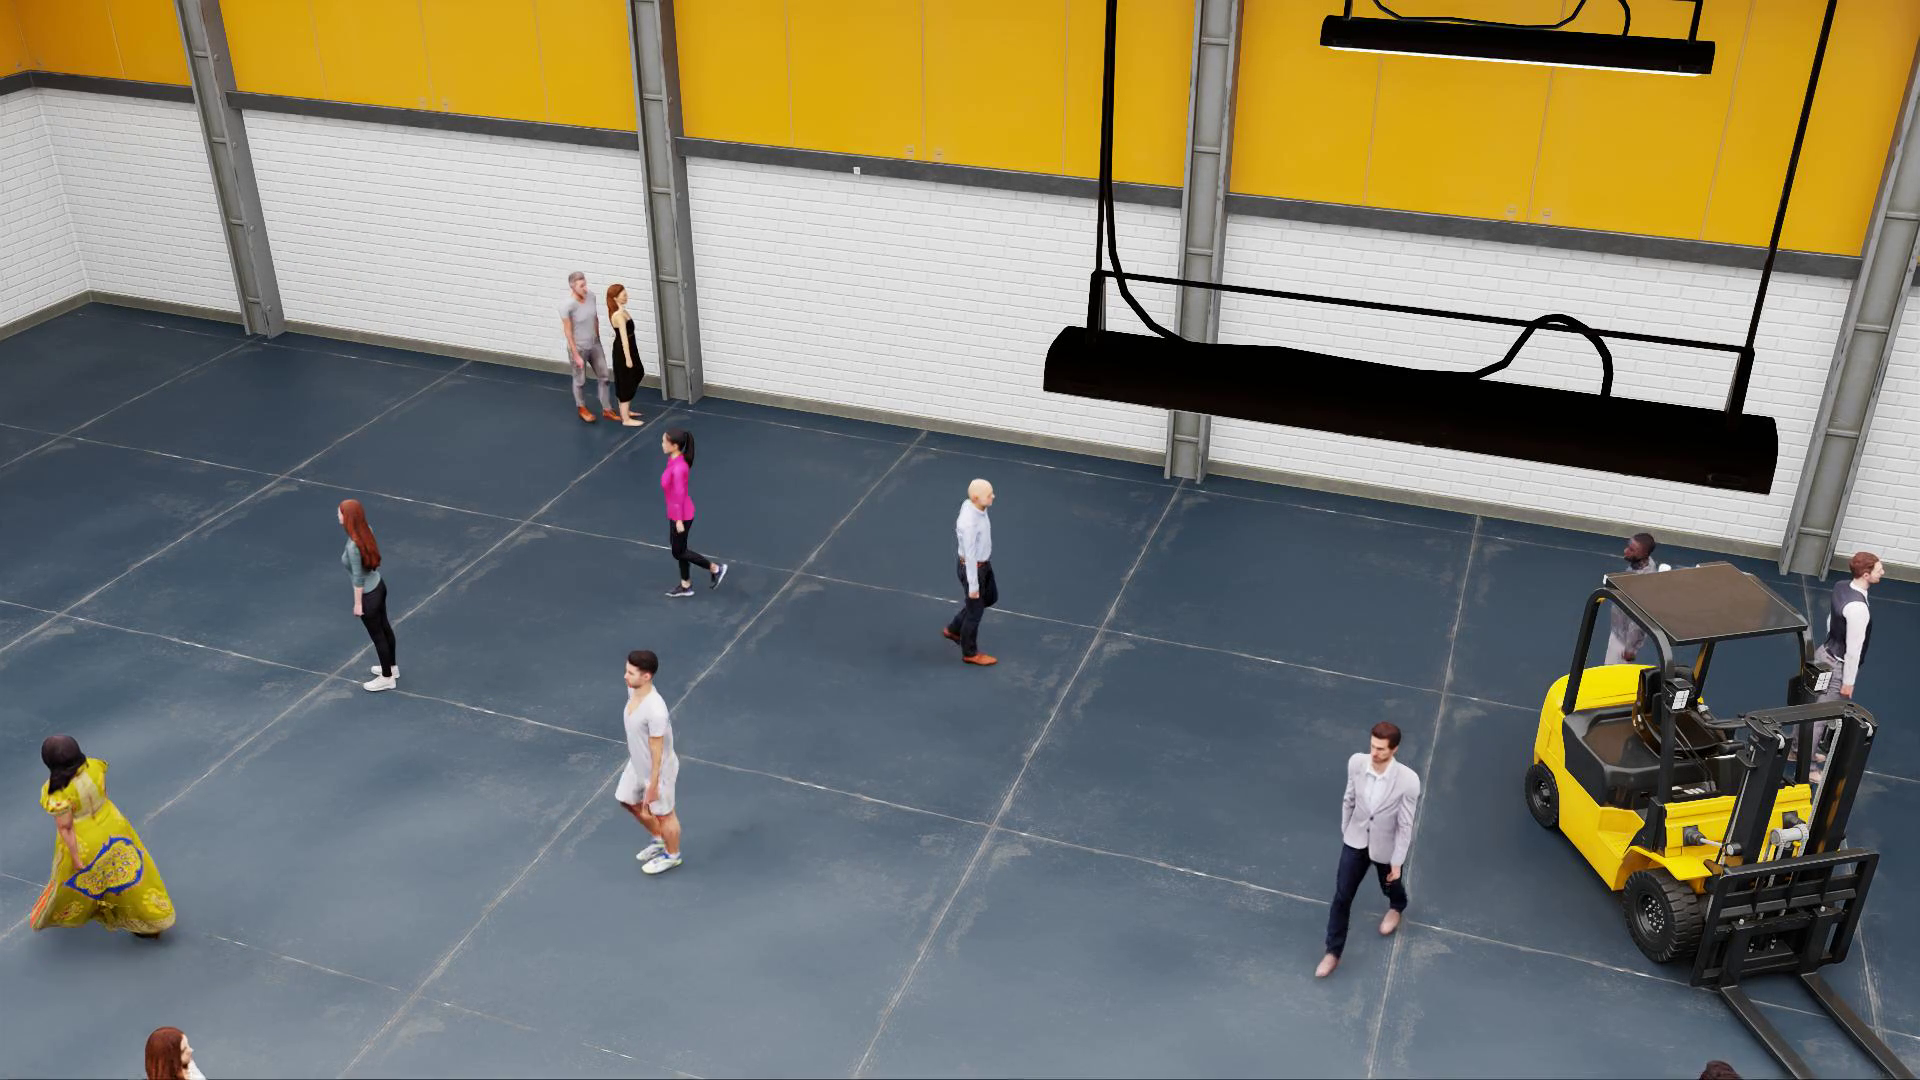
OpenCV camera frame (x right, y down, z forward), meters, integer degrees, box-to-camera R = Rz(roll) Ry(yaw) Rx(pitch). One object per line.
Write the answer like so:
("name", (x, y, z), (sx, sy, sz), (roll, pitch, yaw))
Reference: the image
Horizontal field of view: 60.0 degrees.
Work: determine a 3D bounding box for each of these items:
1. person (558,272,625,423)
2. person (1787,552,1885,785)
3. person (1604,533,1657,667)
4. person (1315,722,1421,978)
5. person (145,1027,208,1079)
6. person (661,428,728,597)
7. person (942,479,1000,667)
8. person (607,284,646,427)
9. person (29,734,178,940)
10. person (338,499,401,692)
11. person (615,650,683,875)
("person", (-4.245, -2.152, 18.473), (0.942, 1.798, 0.859), (20, 35, 32))
("person", (6.673, 0.938, 12.663), (0.606, 1.939, 0.694), (6, 29, 10))
("person", (5.357, 0.765, 13.109), (0.833, 1.816, 0.745), (10, 30, 17))
("person", (2.776, 1.958, 10.916), (1.198, 1.819, 0.950), (19, 34, 31))
("person", (-4.071, 3.235, 8.699), (1.076, 1.702, 0.885), (-4, 29, -7))
("person", (-2.441, -0.232, 15.066), (0.925, 1.692, 0.820), (-6, 29, -11))
("person", (0.042, 0.267, 14.060), (0.789, 1.778, 0.738), (4, 29, 7))
("person", (-3.748, -2.078, 18.519), (0.718, 1.625, 0.681), (-6, 29, -11))
("person", (-5.678, 2.020, 11.030), (1.195, 1.602, 0.734), (10, 30, 17))
("person", (-4.888, 0.448, 13.765), (0.643, 1.743, 0.644), (0, 29, 1))
("person", (-2.074, 1.536, 11.663), (0.890, 1.846, 0.810), (-16, 32, -26))
